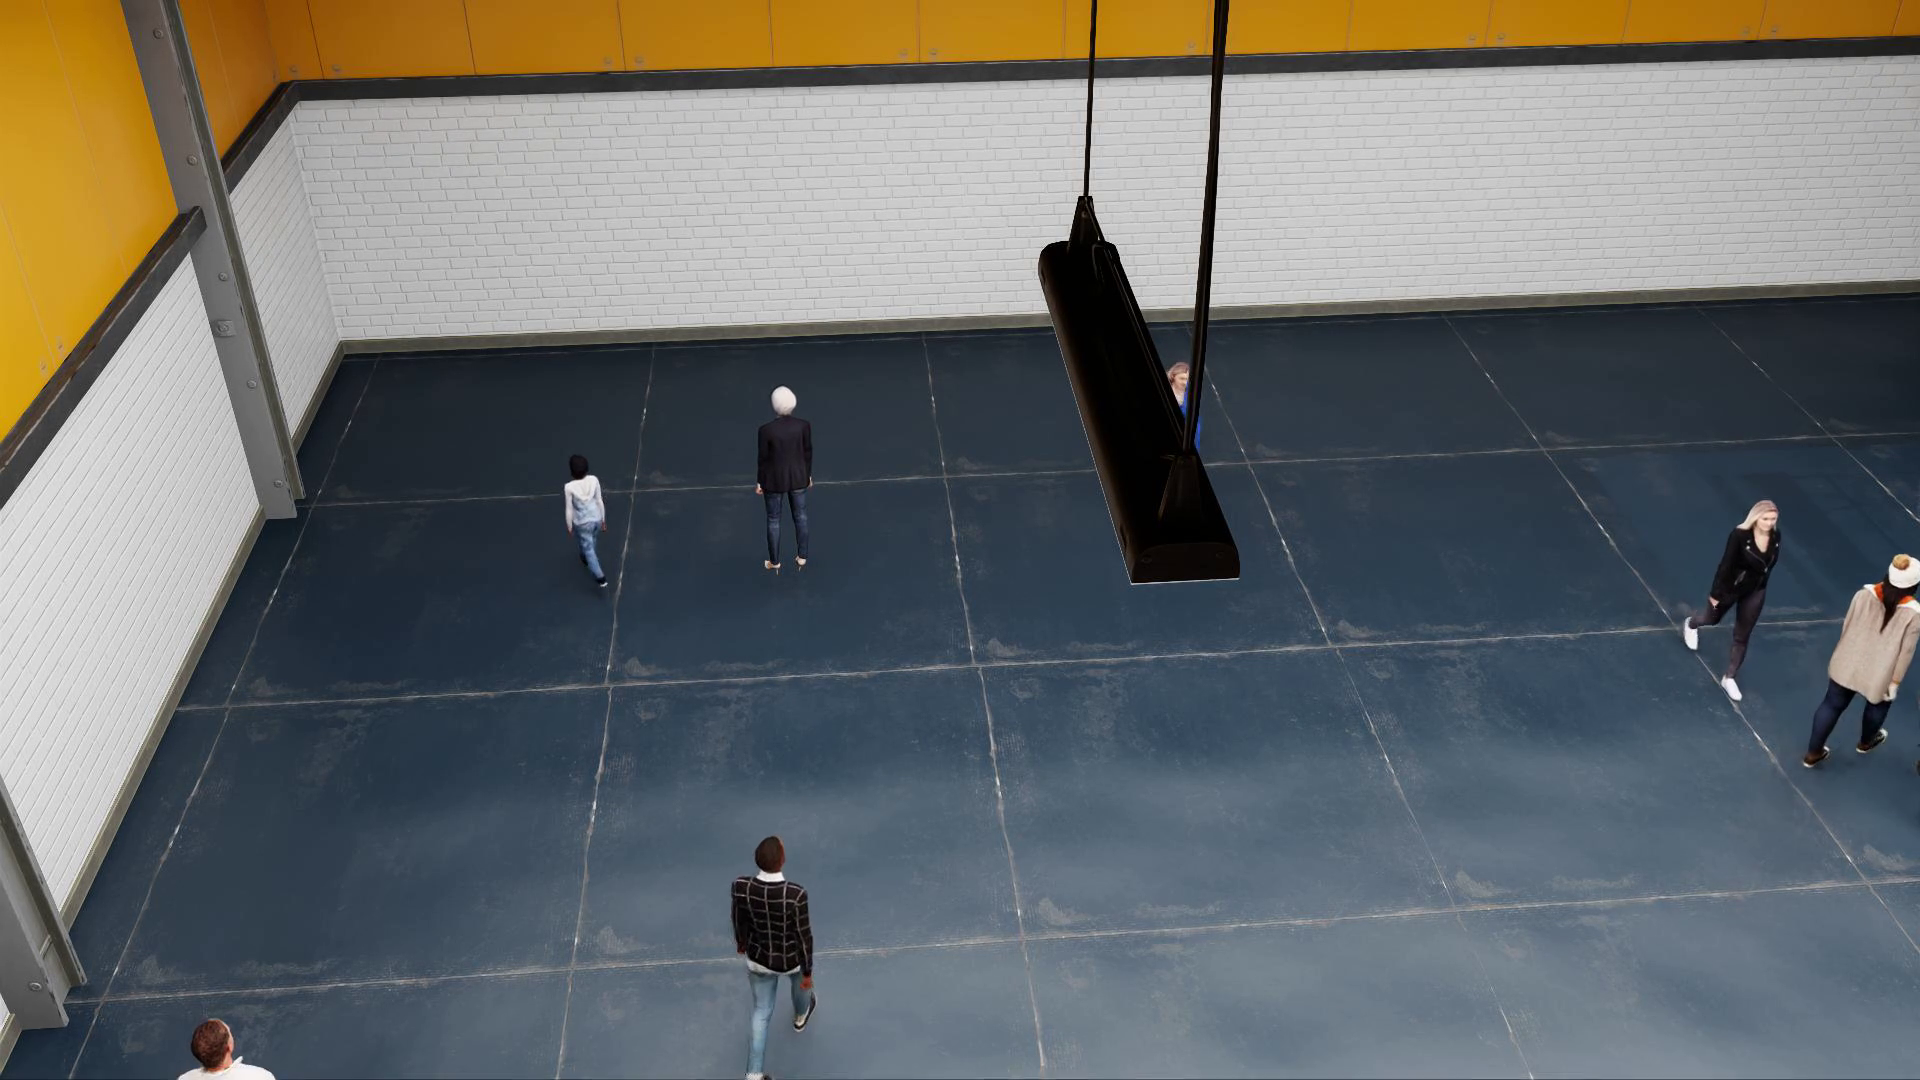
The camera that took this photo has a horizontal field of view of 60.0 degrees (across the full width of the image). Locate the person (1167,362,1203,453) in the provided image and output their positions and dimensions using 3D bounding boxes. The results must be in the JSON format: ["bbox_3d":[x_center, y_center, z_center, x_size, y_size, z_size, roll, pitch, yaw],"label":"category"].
[{"bbox_3d":[1.919,-0.939,15.157,0.730,1.665,1.105,4,34,6],"label":"person"}]

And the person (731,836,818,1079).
[{"bbox_3d":[-1.126,2.534,9.824,0.919,1.784,1.272,7,34,10],"label":"person"}]

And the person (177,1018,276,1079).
[{"bbox_3d":[-3.759,3.286,8.667,0.670,1.813,1.152,-3,34,-5],"label":"person"}]

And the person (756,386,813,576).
[{"bbox_3d":[-1.511,-0.496,13.920,0.780,1.781,0.666,-11,35,-15],"label":"person"}]

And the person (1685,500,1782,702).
[{"bbox_3d":[6.132,0.365,13.204,0.625,1.655,1.117,-1,34,-2],"label":"person"}]

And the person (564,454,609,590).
[{"bbox_3d":[-3.210,-0.154,14.353,0.757,1.248,0.924,-22,40,-30],"label":"person"}]

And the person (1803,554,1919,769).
[{"bbox_3d":[6.585,0.933,12.161,1.083,1.864,1.081,-23,40,-31],"label":"person"}]
